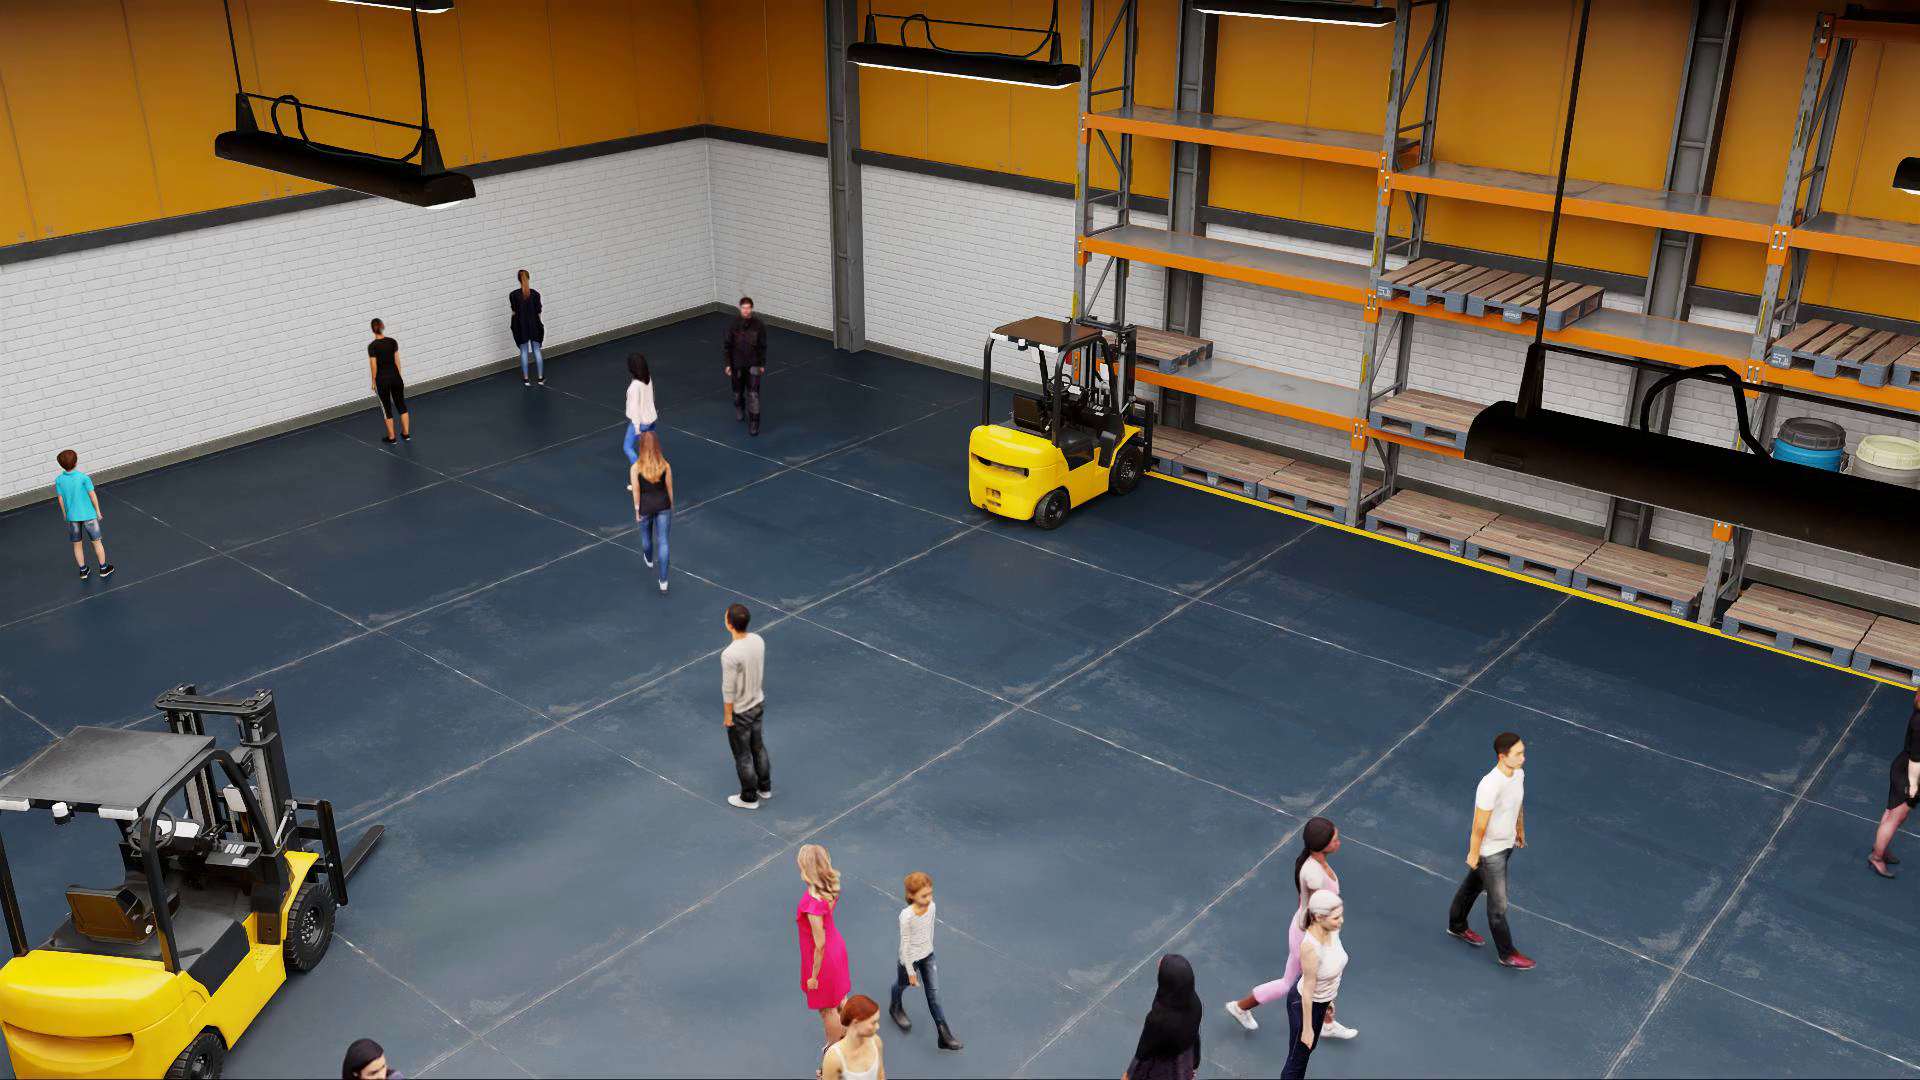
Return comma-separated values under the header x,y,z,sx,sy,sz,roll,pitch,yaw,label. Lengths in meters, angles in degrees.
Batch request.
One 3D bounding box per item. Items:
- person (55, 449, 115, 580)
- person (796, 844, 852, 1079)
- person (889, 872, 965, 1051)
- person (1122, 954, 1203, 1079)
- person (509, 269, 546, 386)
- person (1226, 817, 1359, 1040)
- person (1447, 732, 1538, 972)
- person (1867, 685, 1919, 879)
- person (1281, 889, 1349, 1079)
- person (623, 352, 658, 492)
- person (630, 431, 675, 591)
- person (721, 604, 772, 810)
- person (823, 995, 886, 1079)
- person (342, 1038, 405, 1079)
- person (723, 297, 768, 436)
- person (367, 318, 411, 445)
x,y,z,sx,sy,sz,roll,pitch,yaw,label
-9.440,-0.292,17.845,0.594,1.449,0.637,-5,24,-10,person
-0.863,2.685,10.689,0.676,1.726,0.655,5,24,10,person
-0.344,2.761,11.072,0.590,1.282,0.957,-18,29,-36,person
1.263,3.158,9.760,1.076,1.605,0.619,17,29,34,person
-6.211,-3.060,23.886,0.720,1.684,0.738,-7,25,-16,person
2.200,2.595,10.917,1.164,1.709,0.871,6,24,13,person
3.717,2.138,11.868,0.922,1.786,0.651,19,30,36,person
7.269,1.800,12.745,0.527,1.701,0.606,14,27,29,person
2.158,2.879,10.270,0.583,1.707,0.633,13,27,27,person
-3.736,-1.386,19.974,0.713,1.750,0.719,11,26,23,person
-3.210,-0.267,17.518,0.989,1.666,1.139,-6,24,-13,person
-1.737,1.360,13.621,0.593,1.806,0.673,12,26,26,person
-0.645,3.267,9.491,0.609,1.620,0.628,-17,29,-34,person
-3.142,3.408,9.031,0.560,1.730,0.613,13,27,28,person
-2.856,-2.340,22.083,1.166,1.808,1.261,-3,24,-7,person
-7.456,-2.081,21.667,0.498,1.668,0.584,20,31,38,person
